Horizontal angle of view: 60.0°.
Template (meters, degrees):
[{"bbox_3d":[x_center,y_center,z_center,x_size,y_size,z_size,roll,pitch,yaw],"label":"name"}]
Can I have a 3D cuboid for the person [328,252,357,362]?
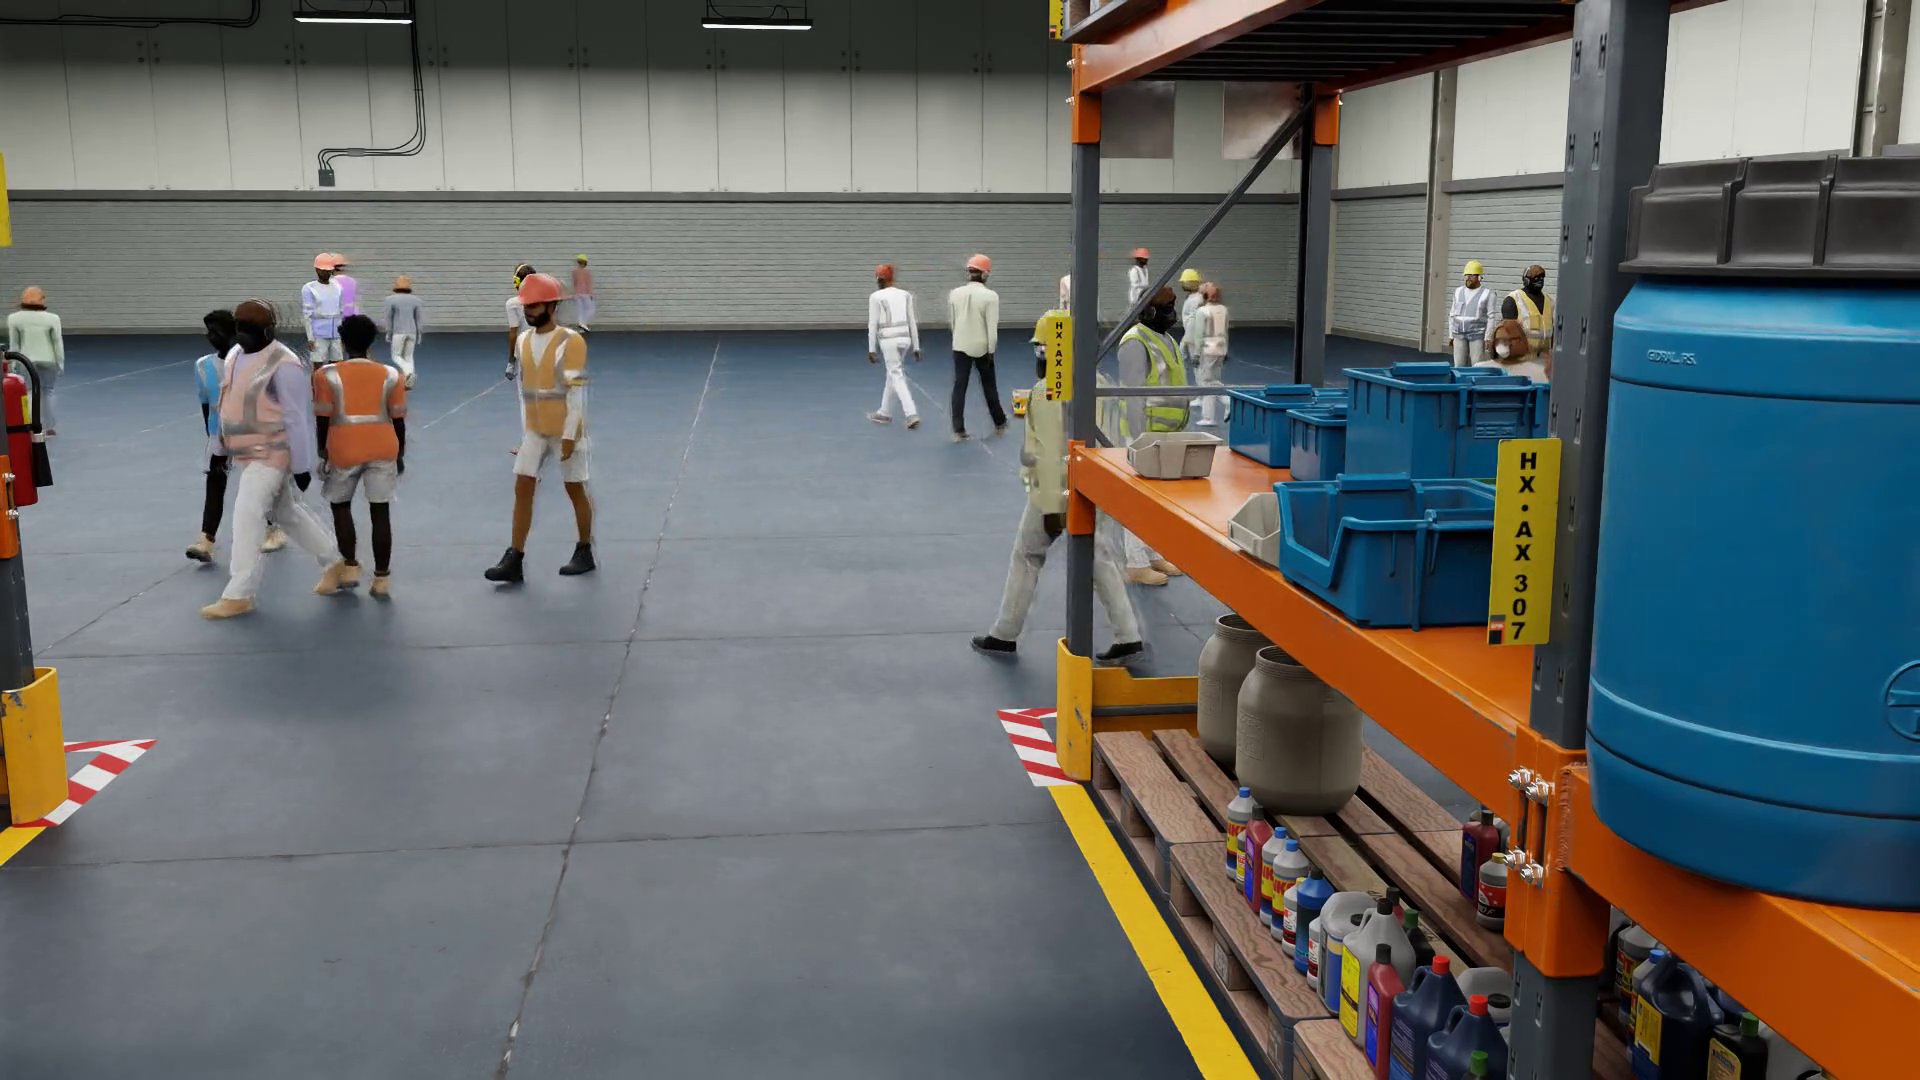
[{"bbox_3d":[-8.692,-3.102,23.536,0.736,1.914,0.560,7,12,32],"label":"person"}]

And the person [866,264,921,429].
[{"bbox_3d":[-0.711,-2.174,18.687,0.630,1.837,0.998,-10,14,-43],"label":"person"}]

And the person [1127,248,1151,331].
[{"bbox_3d":[3.553,-4.622,31.874,0.912,1.902,0.578,8,13,37],"label":"person"}]

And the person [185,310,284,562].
[{"bbox_3d":[-4.794,-0.681,10.969,0.552,1.649,0.874,1,10,3],"label":"person"}]

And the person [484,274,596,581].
[{"bbox_3d":[-2.582,-0.671,10.239,0.552,1.898,0.916,5,11,24],"label":"person"}]

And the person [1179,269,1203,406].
[{"bbox_3d":[2.810,-2.539,20.947,0.735,1.713,0.512,0,10,-1],"label":"person"}]

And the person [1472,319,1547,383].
[{"bbox_3d":[3.435,-0.589,10.553,0.506,1.621,0.384,9,14,42],"label":"person"}]

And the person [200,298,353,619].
[{"bbox_3d":[-3.916,-0.485,9.519,0.919,1.798,0.675,-10,14,-44],"label":"person"}]

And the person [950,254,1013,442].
[{"bbox_3d":[0.193,-2.033,17.585,0.618,1.928,1.054,5,12,28],"label":"person"}]

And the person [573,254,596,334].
[{"bbox_3d":[-8.282,-5.418,36.628,0.553,1.753,0.350,7,12,32],"label":"person"}]

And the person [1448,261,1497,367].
[{"bbox_3d":[6.388,-2.572,20.842,0.589,1.833,0.404,9,14,41],"label":"person"}]

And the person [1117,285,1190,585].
[{"bbox_3d":[1.210,-0.658,10.328,0.429,1.844,0.625,5,11,25],"label":"person"}]

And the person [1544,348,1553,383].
[{"bbox_3d":[2.993,-0.158,8.234,0.332,1.611,0.569,-4,11,-19],"label":"person"}]

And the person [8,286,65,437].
[{"bbox_3d":[-9.770,-1.878,17.624,0.512,1.614,0.503,-4,11,-22],"label":"person"}]

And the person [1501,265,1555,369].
[{"bbox_3d":[5.900,-1.916,17.225,0.627,1.844,0.429,-4,11,-22],"label":"person"}]

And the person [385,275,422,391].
[{"bbox_3d":[-7.626,-2.832,22.862,0.513,1.613,0.452,-9,14,-41],"label":"person"}]

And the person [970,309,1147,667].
[{"bbox_3d":[0.531,-0.251,8.285,0.959,1.781,0.593,7,13,35],"label":"person"}]

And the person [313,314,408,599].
[{"bbox_3d":[-3.564,-0.502,9.901,0.559,1.670,0.583,-6,12,-31],"label":"person"}]

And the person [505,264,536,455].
[{"bbox_3d":[-4.233,-1.762,16.302,0.328,1.872,0.515,8,13,36],"label":"person"}]

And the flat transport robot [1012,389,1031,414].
[{"bbox_3d":[0.975,-1.691,20.299,0.652,0.197,1.431,0,10,1],"label":"flat transport robot"}]

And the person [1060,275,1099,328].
[{"bbox_3d":[1.837,-3.488,25.716,0.596,1.888,0.939,-1,10,-4],"label":"person"}]

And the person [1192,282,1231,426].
[{"bbox_3d":[2.854,-2.082,18.712,0.527,1.624,0.401,-10,14,-43],"label":"person"}]

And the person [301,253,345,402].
[{"bbox_3d":[-7.610,-2.473,20.019,0.376,1.934,0.547,7,13,34],"label":"person"}]
